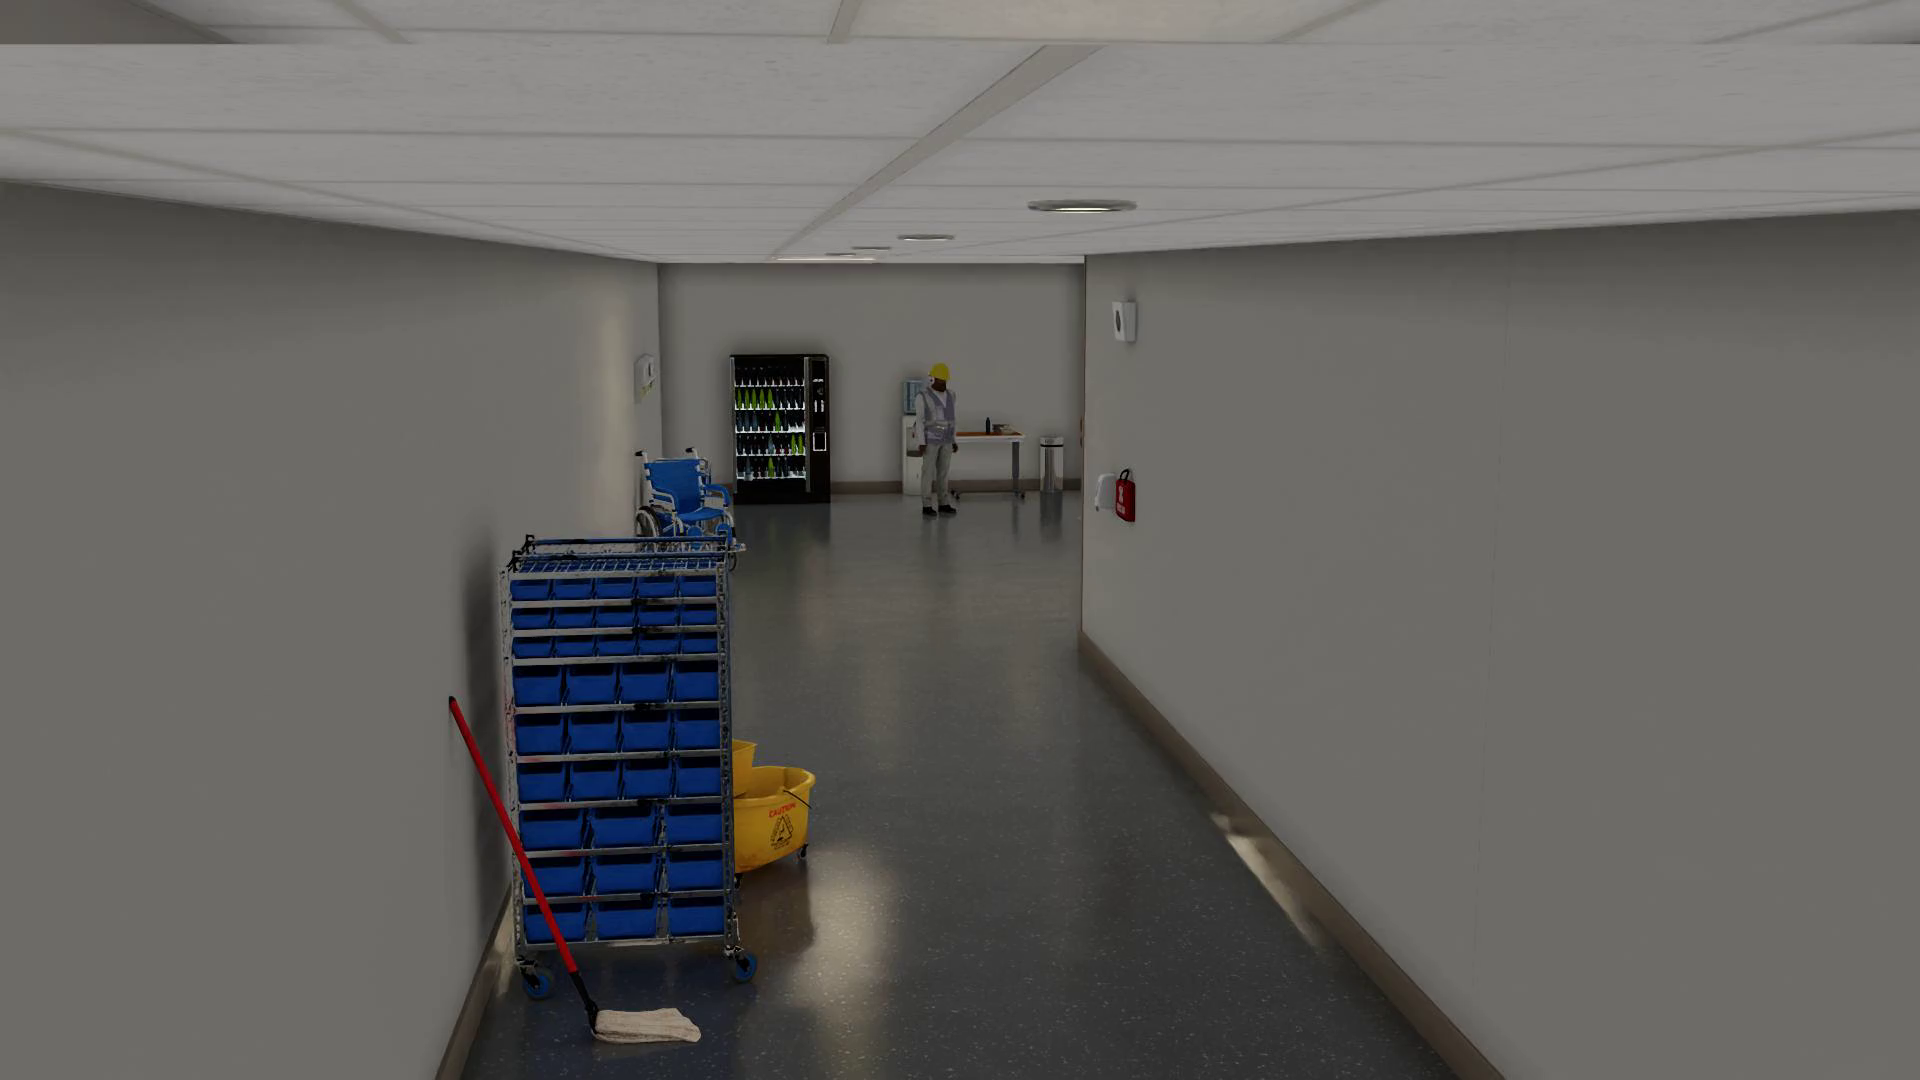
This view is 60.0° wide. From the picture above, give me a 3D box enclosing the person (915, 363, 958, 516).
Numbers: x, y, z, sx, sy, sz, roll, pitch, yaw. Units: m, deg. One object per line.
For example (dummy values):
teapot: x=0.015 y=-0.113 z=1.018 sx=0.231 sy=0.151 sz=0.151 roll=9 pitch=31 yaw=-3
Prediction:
person: x=-0.260 y=-1.207 z=19.920 sx=0.586 sy=1.827 sz=0.404 roll=-8 pitch=12 yaw=-40
